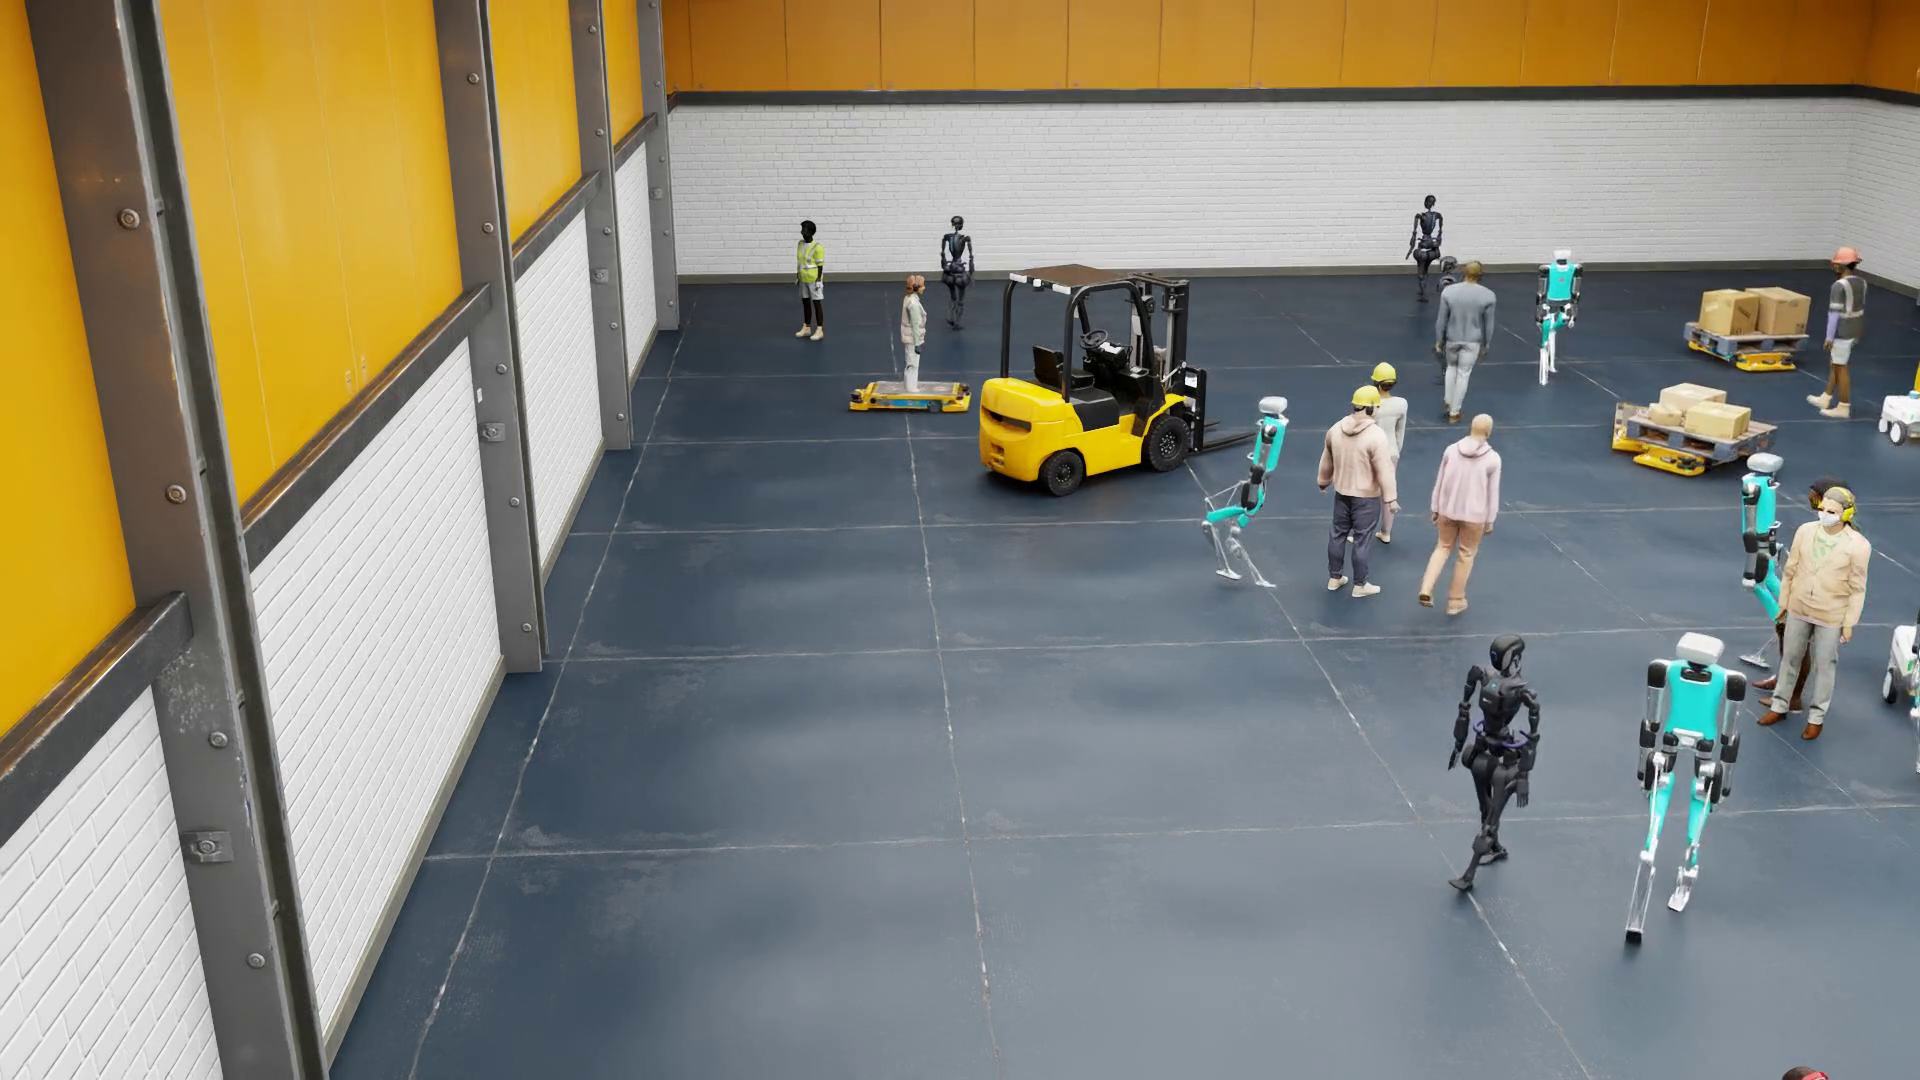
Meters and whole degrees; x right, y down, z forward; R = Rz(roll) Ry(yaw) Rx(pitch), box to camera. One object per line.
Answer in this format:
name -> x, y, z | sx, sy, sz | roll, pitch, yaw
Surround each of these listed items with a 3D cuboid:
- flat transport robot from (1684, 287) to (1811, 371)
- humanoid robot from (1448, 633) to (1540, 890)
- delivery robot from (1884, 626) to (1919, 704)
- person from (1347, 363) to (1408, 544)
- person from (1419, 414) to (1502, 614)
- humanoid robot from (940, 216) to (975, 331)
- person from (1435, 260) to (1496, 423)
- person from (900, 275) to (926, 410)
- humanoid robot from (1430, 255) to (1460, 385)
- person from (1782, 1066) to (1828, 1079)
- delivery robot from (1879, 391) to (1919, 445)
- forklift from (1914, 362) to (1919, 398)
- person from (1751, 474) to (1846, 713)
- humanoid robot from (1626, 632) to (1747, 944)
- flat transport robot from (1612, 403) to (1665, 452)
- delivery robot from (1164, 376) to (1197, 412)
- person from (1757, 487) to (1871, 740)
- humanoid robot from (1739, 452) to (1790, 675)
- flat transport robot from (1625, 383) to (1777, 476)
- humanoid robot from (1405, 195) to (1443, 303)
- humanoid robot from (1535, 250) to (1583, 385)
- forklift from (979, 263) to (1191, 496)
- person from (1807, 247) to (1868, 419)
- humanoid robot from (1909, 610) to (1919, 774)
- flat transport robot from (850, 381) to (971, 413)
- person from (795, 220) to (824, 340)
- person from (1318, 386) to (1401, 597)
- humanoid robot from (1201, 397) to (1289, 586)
flat transport robot -> 10.611, -2.549, 22.572 | 0.659, 0.231, 1.431 | -3, 20, -9
humanoid robot -> 3.189, 1.315, 10.032 | 0.725, 1.630, 0.592 | -13, 24, -32
delivery robot -> 7.319, 0.930, 12.643 | 0.499, 0.570, 0.753 | 7, 21, 19
person -> 3.921, -0.796, 15.624 | 0.524, 1.768, 0.309 | -8, 22, -20
person -> 4.201, -0.181, 13.954 | 0.544, 1.758, 0.534 | 14, 24, 34
humanoid robot -> -0.044, -3.886, 24.167 | 0.593, 1.641, 0.355 | 12, 23, 30
person -> 5.965, -2.355, 19.646 | 0.646, 1.914, 0.596 | 10, 22, 26
person -> -0.565, -2.404, 20.199 | 0.312, 1.632, 0.519 | -3, 20, -9
humanoid robot -> 6.193, -2.795, 21.202 | 0.342, 1.647, 0.587 | 8, 21, 20
person -> 3.049, 2.678, 6.325 | 0.461, 1.647, 0.331 | -12, 23, -30
delivery robot -> 10.876, -1.390, 19.020 | 0.499, 0.609, 0.805 | 1, 20, 3
forklift -> 12.602, -2.435, 19.475 | 2.313, 2.155, 1.214 | -1, 20, -4
person -> 6.253, 0.394, 12.279 | 0.521, 1.837, 0.526 | 6, 21, 16
humanoid robot -> 4.070, 1.488, 9.491 | 0.553, 1.785, 0.951 | 12, 23, 29
flat transport robot -> 7.875, -1.283, 19.123 | 0.659, 0.231, 1.431 | 8, 22, 20
delivery robot -> 2.547, -1.773, 20.019 | 0.736, 0.578, 0.516 | 1, 20, 2
person -> 6.152, 0.510, 11.911 | 0.390, 1.875, 0.556 | -16, 25, -36
humanoid robot -> 6.367, 0.284, 12.844 | 0.809, 1.857, 0.536 | 18, 27, 40
flat transport robot -> 8.117, -0.982, 18.302 | 1.431, 0.231, 0.659 | -15, 25, -35
humanoid robot -> 7.272, -4.578, 26.078 | 0.609, 1.640, 0.550 | -8, 22, -20
humanoid robot -> 7.612, -2.888, 21.392 | 0.559, 1.791, 0.849 | 2, 20, 6
forklift -> 1.315, -1.764, 17.646 | 2.313, 2.155, 1.214 | -14, 24, -33
person -> 10.522, -2.475, 19.887 | 0.603, 2.004, 0.693 | -15, 25, -35
humanoid robot -> 6.698, 0.829, 11.240 | 0.538, 1.755, 0.938 | 15, 25, 36
flat transport robot -> -0.601, -1.756, 20.412 | 1.431, 0.231, 0.659 | 1, 20, 3
person -> -2.137, -3.697, 23.624 | 0.534, 1.698, 0.318 | 18, 27, 40
person -> 3.437, -0.420, 14.460 | 0.421, 1.862, 0.807 | -17, 26, -39
humanoid robot -> 2.434, -0.408, 14.633 | 0.808, 1.785, 0.551 | 7, 21, 19
